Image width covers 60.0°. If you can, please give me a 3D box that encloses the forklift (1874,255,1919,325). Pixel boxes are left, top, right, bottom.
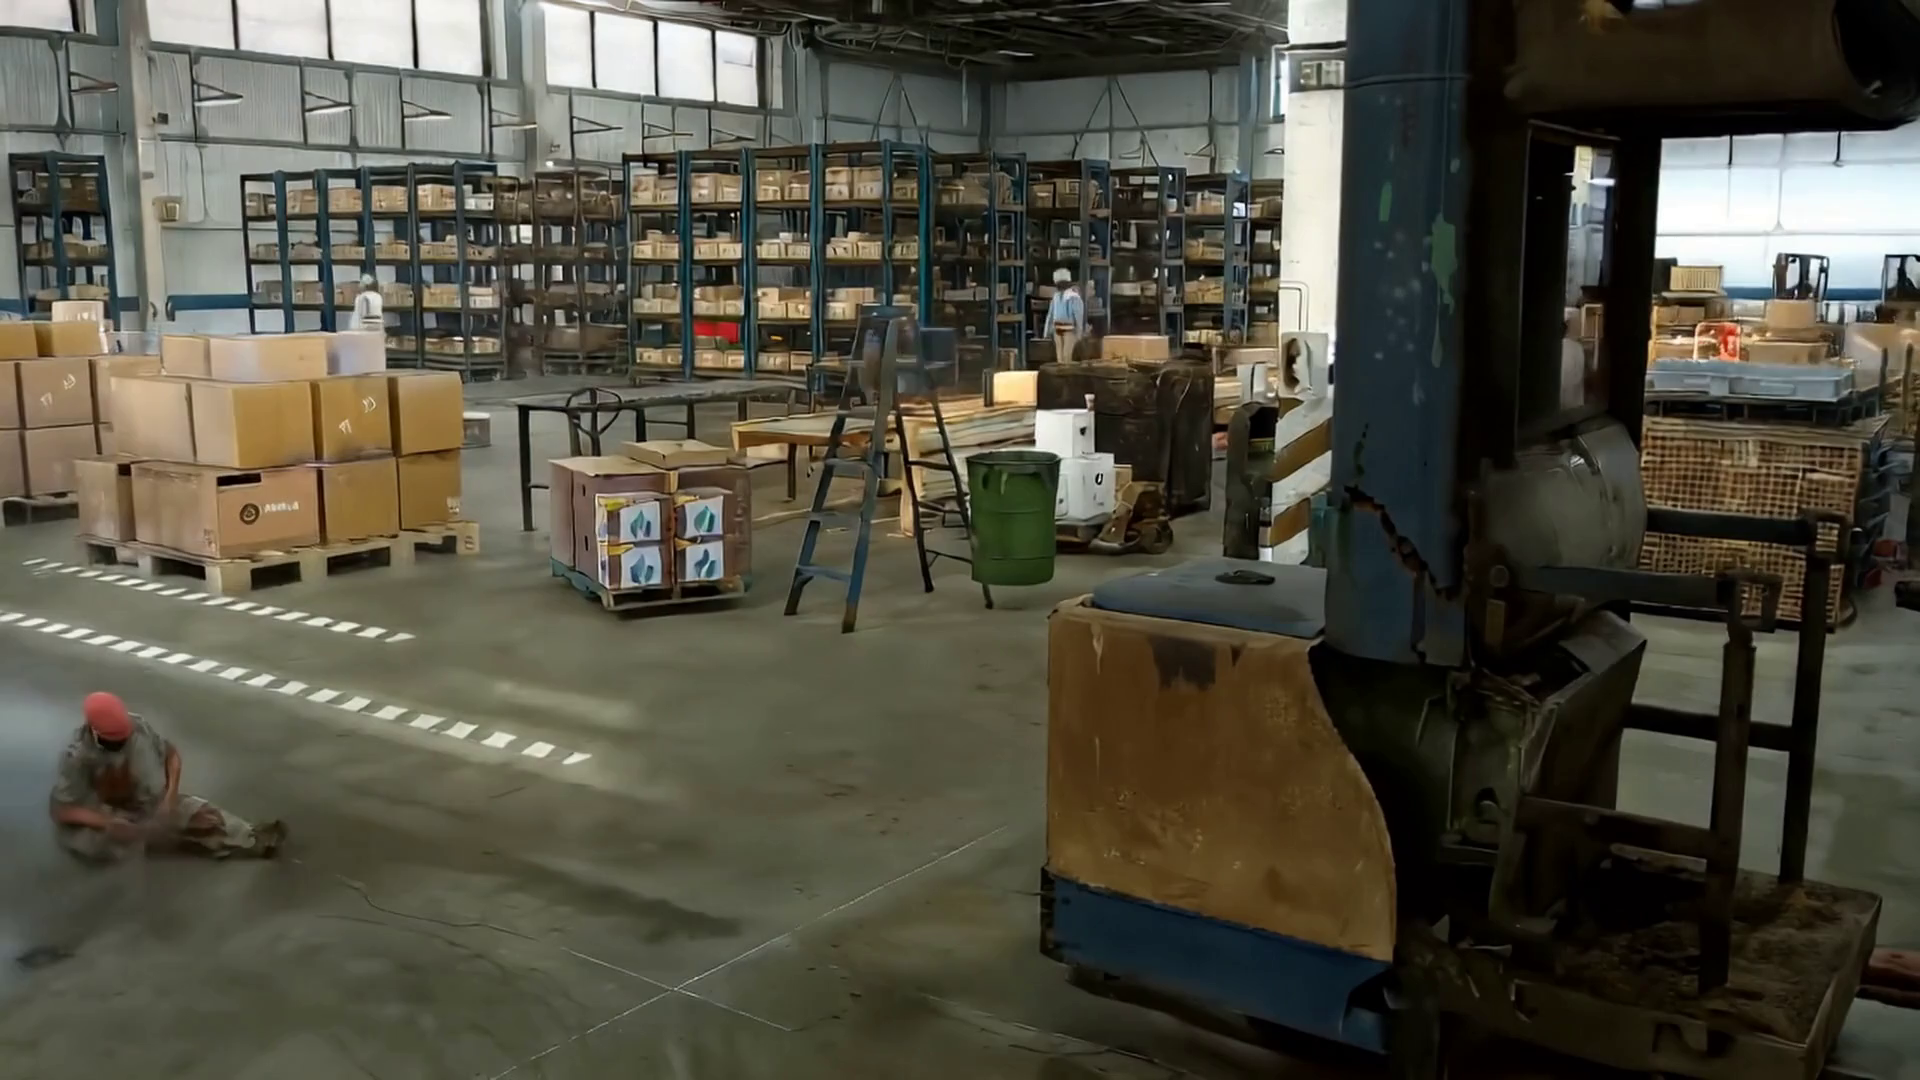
[{"bbox_3d":[22.089,-5.634,38.796,1.157,1.987,2.680,6,11,33],"label":"forklift"}]

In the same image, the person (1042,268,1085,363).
[{"bbox_3d":[1.356,-2.819,23.182,0.865,1.914,0.651,-7,12,-37],"label":"person"}]

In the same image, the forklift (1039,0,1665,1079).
[{"bbox_3d":[1.249,-0.137,4.360,1.873,2.768,1.129,7,12,35],"label":"forklift"}]

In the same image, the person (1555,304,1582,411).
[{"bbox_3d":[4.839,-1.136,13.765,0.545,1.720,0.902,4,10,21],"label":"person"}]

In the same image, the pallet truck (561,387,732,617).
[{"bbox_3d":[-1.981,-0.274,10.088,0.680,1.201,1.601,-5,11,-28],"label":"pallet truck"}]

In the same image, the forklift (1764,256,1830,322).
[{"bbox_3d":[20.253,-5.854,40.139,1.157,1.987,2.680,7,12,35],"label":"forklift"}]

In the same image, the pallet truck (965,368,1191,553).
[{"bbox_3d":[0.845,-0.609,11.869,1.630,1.274,0.653,7,12,35],"label":"pallet truck"}]

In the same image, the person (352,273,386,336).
[{"bbox_3d":[-9.819,-3.465,27.341,0.732,1.809,0.621,4,10,21],"label":"person"}]

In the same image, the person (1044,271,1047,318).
[{"bbox_3d":[1.956,-5.573,39.866,0.572,1.833,0.410,9,13,42],"label":"person"}]
